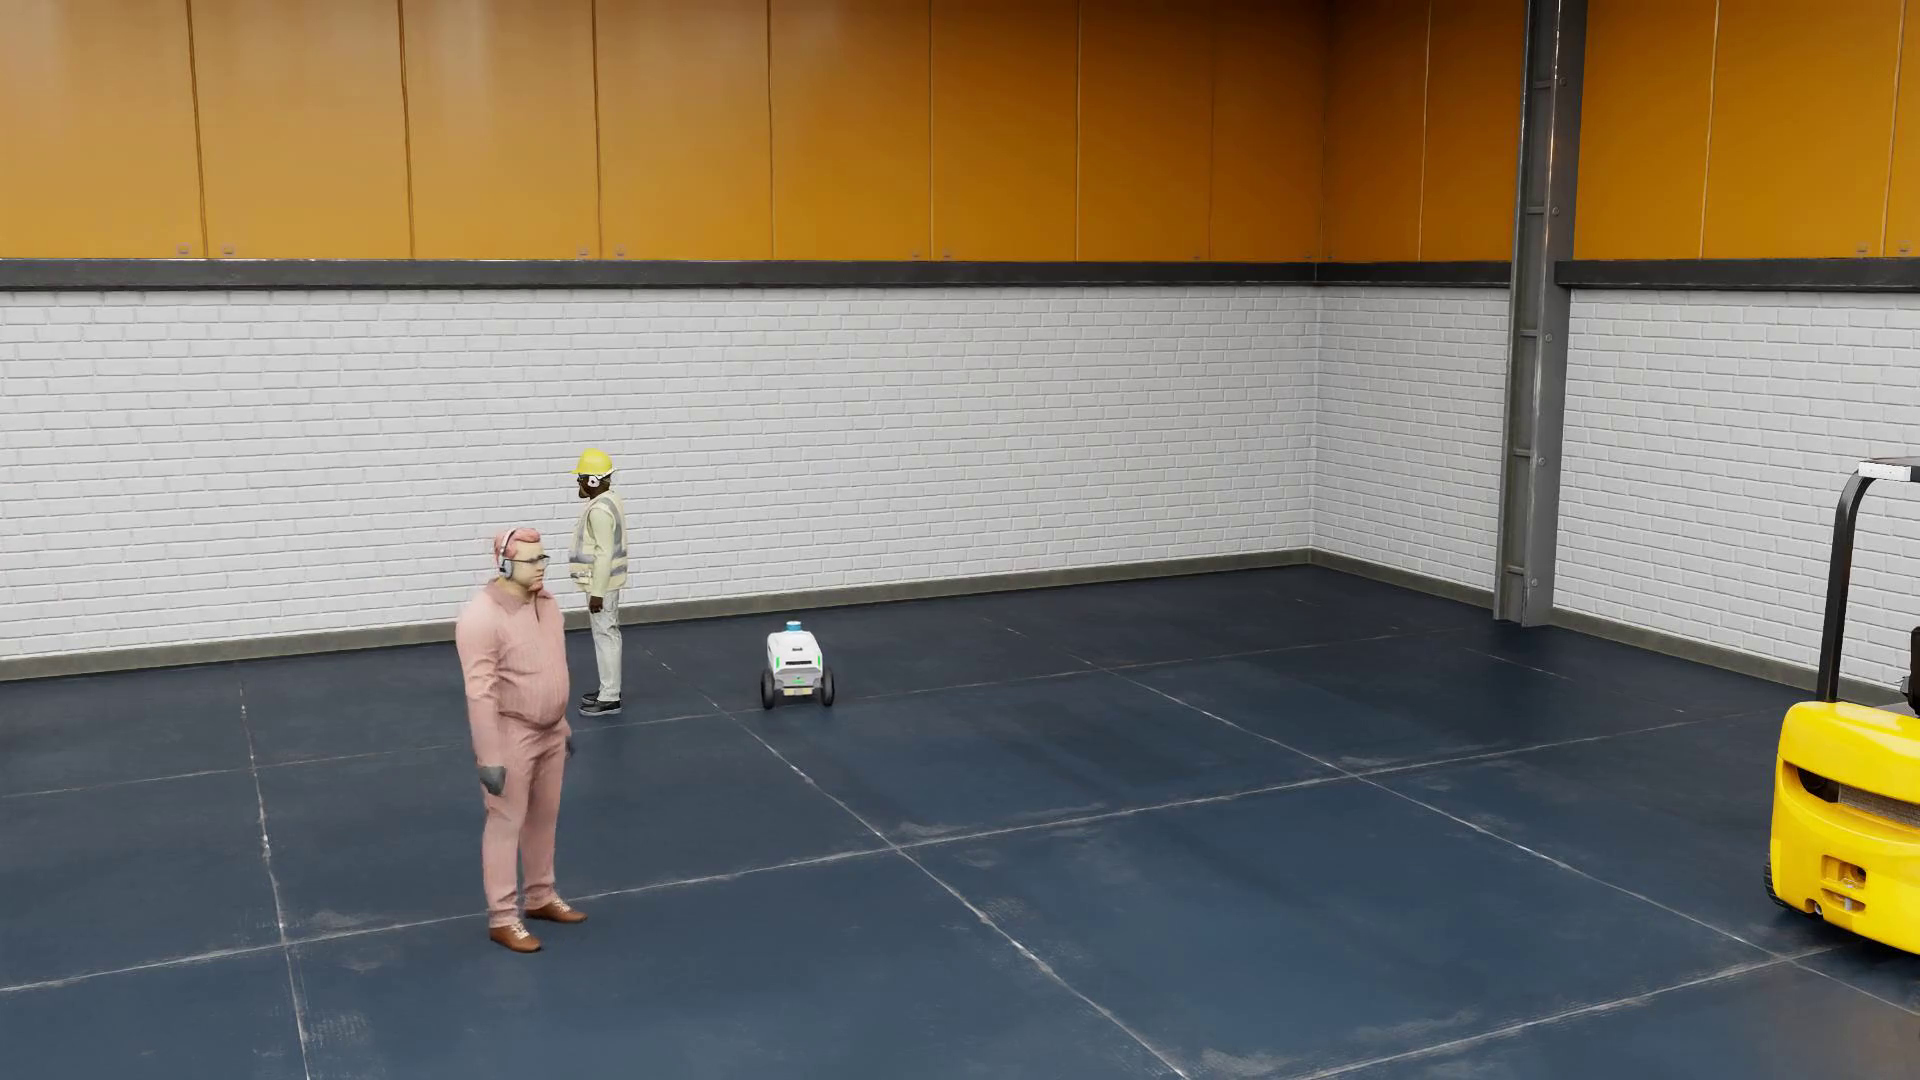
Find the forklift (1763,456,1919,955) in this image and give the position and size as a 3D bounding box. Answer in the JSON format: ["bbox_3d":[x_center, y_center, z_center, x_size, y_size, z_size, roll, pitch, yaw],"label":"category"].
[{"bbox_3d":[4.857,0.731,7.561,2.313,2.155,1.214,-4,10,-25],"label":"forklift"}]

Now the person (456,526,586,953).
[{"bbox_3d":[-1.963,0.880,7.523,0.403,1.904,0.652,4,10,21],"label":"person"}]

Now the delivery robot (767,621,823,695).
[{"bbox_3d":[-1.174,0.820,11.789,0.477,0.478,0.707,-2,9,-10],"label":"delivery robot"}]

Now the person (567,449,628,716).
[{"bbox_3d":[-2.486,0.284,11.450,0.404,1.832,0.599,-1,9,-7],"label":"person"}]
